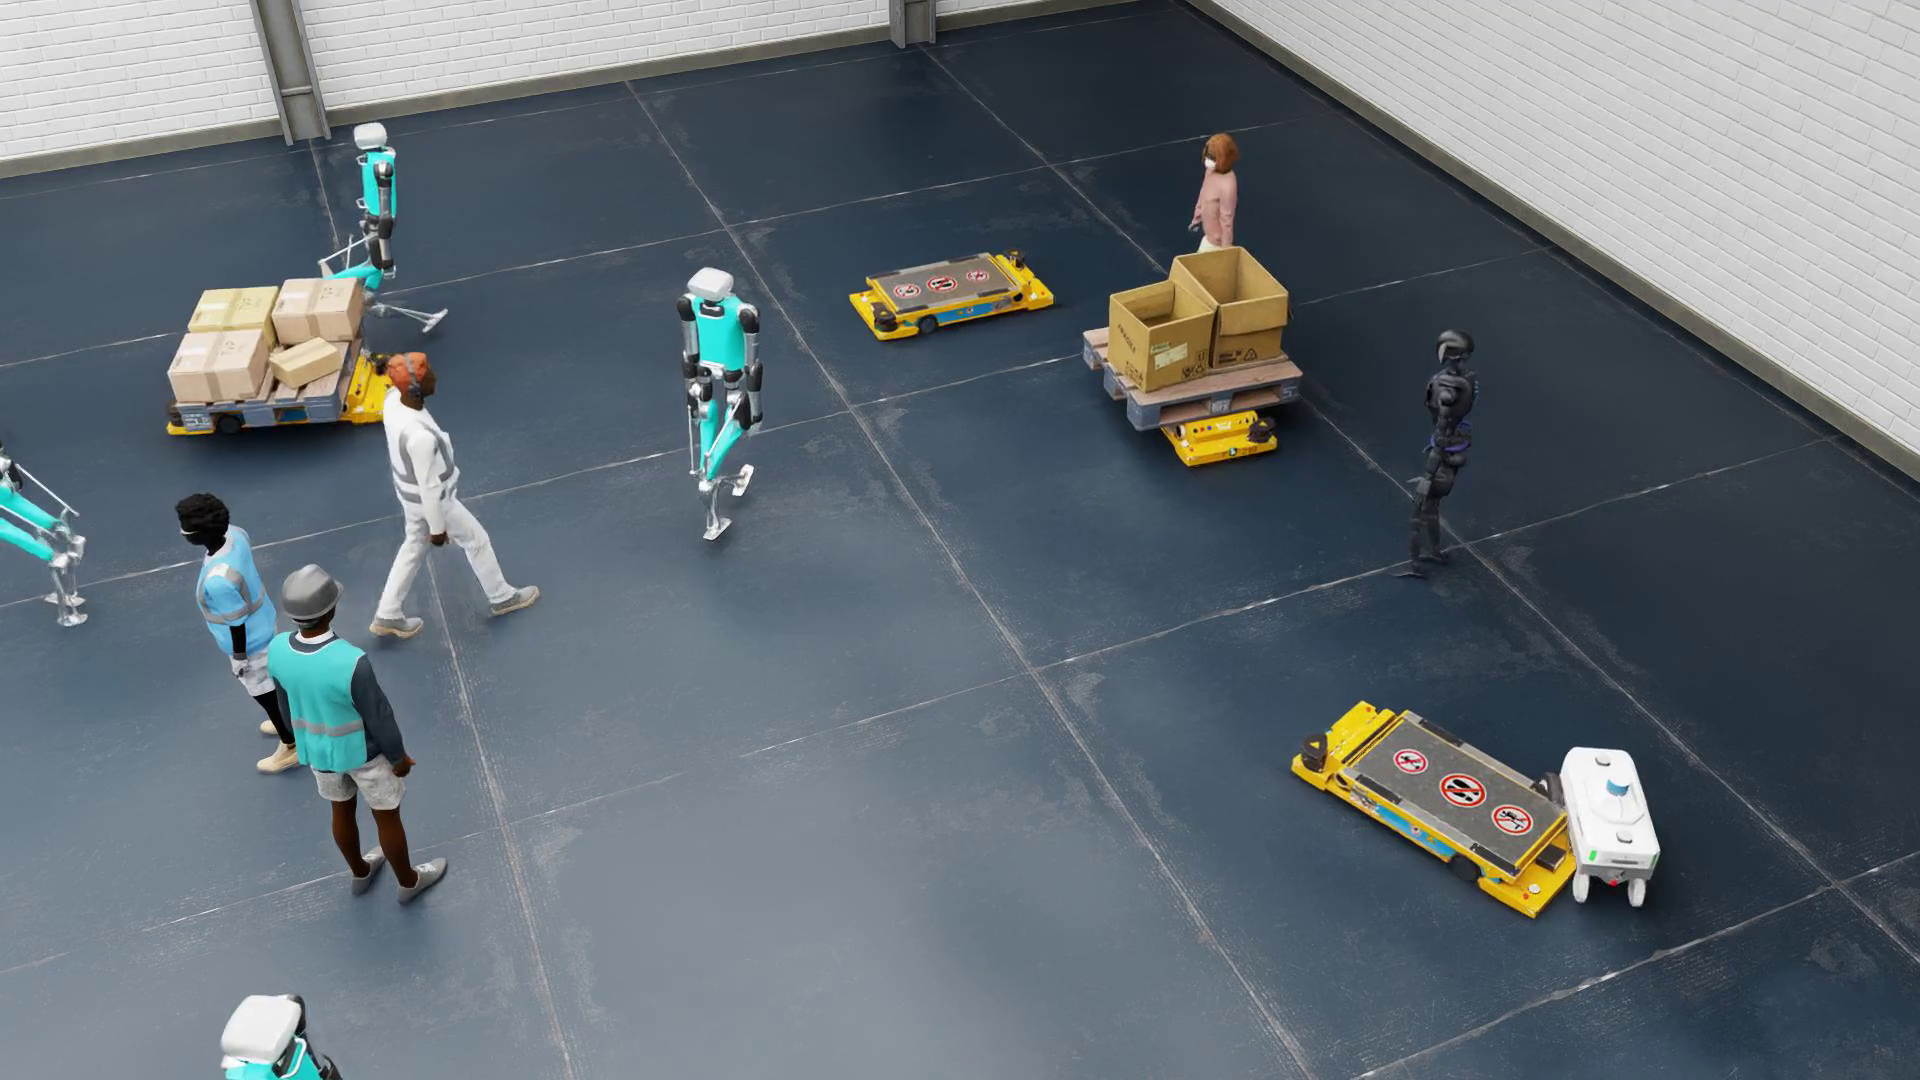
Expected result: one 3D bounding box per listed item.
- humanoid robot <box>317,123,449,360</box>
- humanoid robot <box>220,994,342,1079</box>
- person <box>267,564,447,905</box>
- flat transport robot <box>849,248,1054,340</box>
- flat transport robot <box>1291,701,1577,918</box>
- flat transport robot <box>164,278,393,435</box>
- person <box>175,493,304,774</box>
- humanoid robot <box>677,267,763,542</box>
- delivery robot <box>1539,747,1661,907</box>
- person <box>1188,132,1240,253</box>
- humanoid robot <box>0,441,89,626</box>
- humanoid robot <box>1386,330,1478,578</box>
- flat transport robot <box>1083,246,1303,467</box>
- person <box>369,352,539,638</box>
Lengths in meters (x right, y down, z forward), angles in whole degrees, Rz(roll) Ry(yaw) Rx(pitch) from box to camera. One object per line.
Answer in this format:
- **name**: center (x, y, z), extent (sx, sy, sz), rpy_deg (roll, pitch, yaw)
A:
- **humanoid robot**: center (-4.252, -2.054, 11.755), extent (1.059, 1.723, 0.545), rpy_deg (-16, 40, -20)
- **humanoid robot**: center (-2.116, 2.310, 6.088), extent (0.772, 1.819, 0.540), rpy_deg (0, 38, 0)
- **person**: center (-2.828, 0.937, 7.685), extent (0.565, 1.936, 0.434), rpy_deg (10, 39, 13)
- **flat transport robot**: center (-0.065, -1.881, 12.722), extent (1.431, 0.231, 0.659), rpy_deg (-14, 40, -18)
- **flat transport robot**: center (2.487, 1.325, 8.549), extent (1.431, 0.231, 0.659), rpy_deg (31, 47, 34)
- **flat transport robot**: center (-4.723, -1.024, 11.607), extent (1.431, 0.231, 0.659), rpy_deg (-5, 38, -6)
- **person**: center (-3.652, 0.468, 8.490), extent (0.316, 1.695, 0.541), rpy_deg (-8, 38, -10)
- **humanoid robot**: center (-1.498, -0.741, 10.026), extent (0.540, 1.733, 0.981), rpy_deg (14, 40, 17)
- **delivery robot**: center (3.198, 1.382, 8.247), extent (0.499, 0.602, 0.801), rpy_deg (4, 38, 5)
- **person**: center (1.884, -2.220, 12.069), extent (0.669, 1.598, 0.514), rpy_deg (4, 38, 5)
- **humanoid robot**: center (-5.322, -0.226, 9.356), extent (0.804, 1.761, 0.541), rpy_deg (6, 38, 7)
- **humanoid robot**: center (2.835, -0.486, 9.755), extent (0.364, 1.644, 0.611), rpy_deg (14, 40, 17)
- **flat transport robot**: center (1.600, -1.020, 11.601), extent (0.659, 0.231, 1.431), rpy_deg (-12, 39, -15)
- **person**: center (-2.999, -0.238, 9.291), extent (0.947, 1.841, 0.575), rpy_deg (-24, 43, -28)
